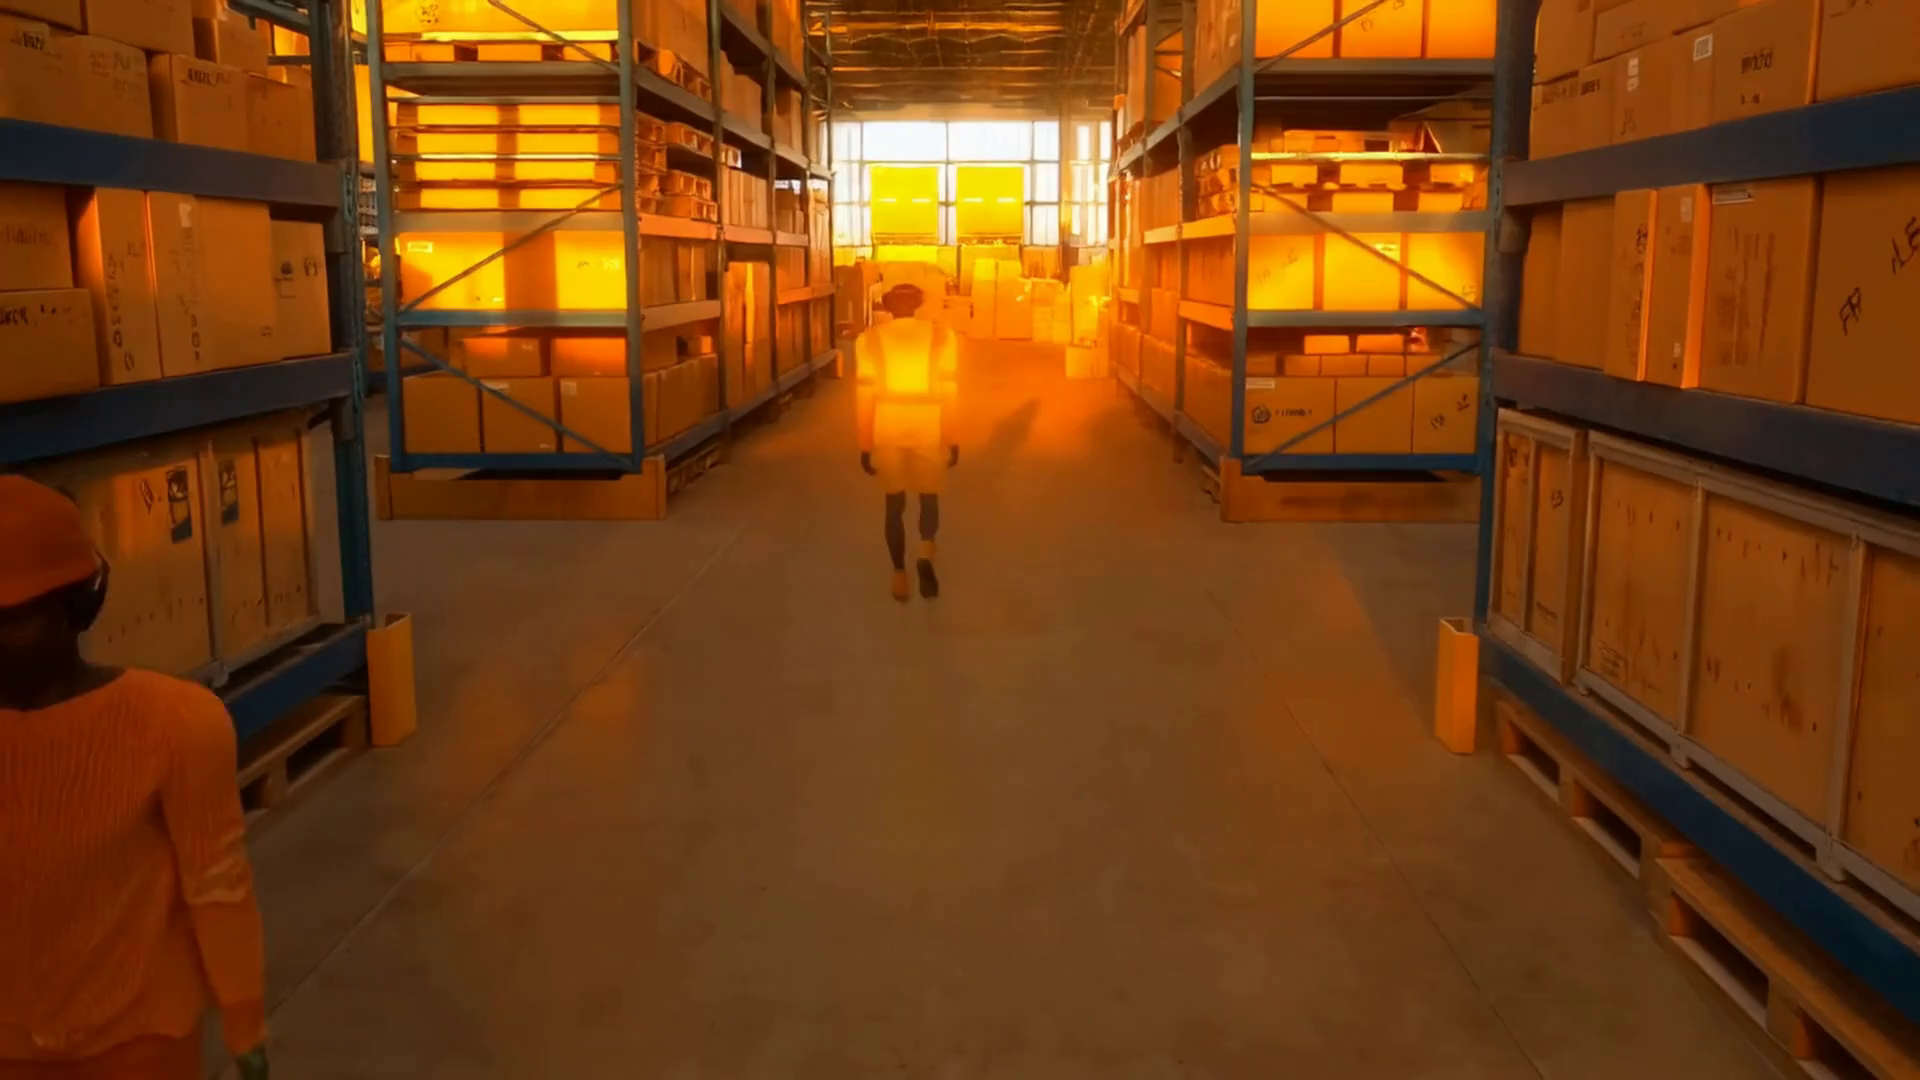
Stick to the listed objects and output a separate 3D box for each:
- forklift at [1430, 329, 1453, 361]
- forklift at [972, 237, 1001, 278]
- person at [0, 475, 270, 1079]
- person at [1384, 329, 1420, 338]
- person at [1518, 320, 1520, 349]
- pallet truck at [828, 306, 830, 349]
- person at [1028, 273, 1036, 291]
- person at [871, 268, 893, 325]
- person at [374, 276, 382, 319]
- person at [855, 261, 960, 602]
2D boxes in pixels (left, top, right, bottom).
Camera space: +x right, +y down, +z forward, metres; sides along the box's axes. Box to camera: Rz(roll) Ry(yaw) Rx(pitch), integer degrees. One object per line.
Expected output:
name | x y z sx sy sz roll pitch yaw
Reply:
forklift | 10.158 -4.752 32.026 1.873 2.768 1.129 -4 10 -23
forklift | 0.842 -8.321 53.406 1.129 2.768 1.873 0 9 1
person | -1.354 0.759 2.479 0.551 1.713 0.917 -1 10 -6
person | 7.943 -3.916 29.868 0.625 1.940 1.071 1 9 3
person | 6.871 -2.320 21.217 0.519 1.627 0.374 1 10 8
pallet truck | -3.100 -3.940 29.800 1.885 1.965 0.823 3 10 19
person | 2.562 -8.721 59.508 0.307 1.641 0.514 2 10 9
person | -1.680 -4.907 35.912 0.602 1.908 0.419 7 12 38
person | -20.608 -8.795 59.396 0.625 1.827 0.747 -1 9 -4
person | -0.304 -0.610 9.765 0.632 2.029 0.580 -1 9 -4
